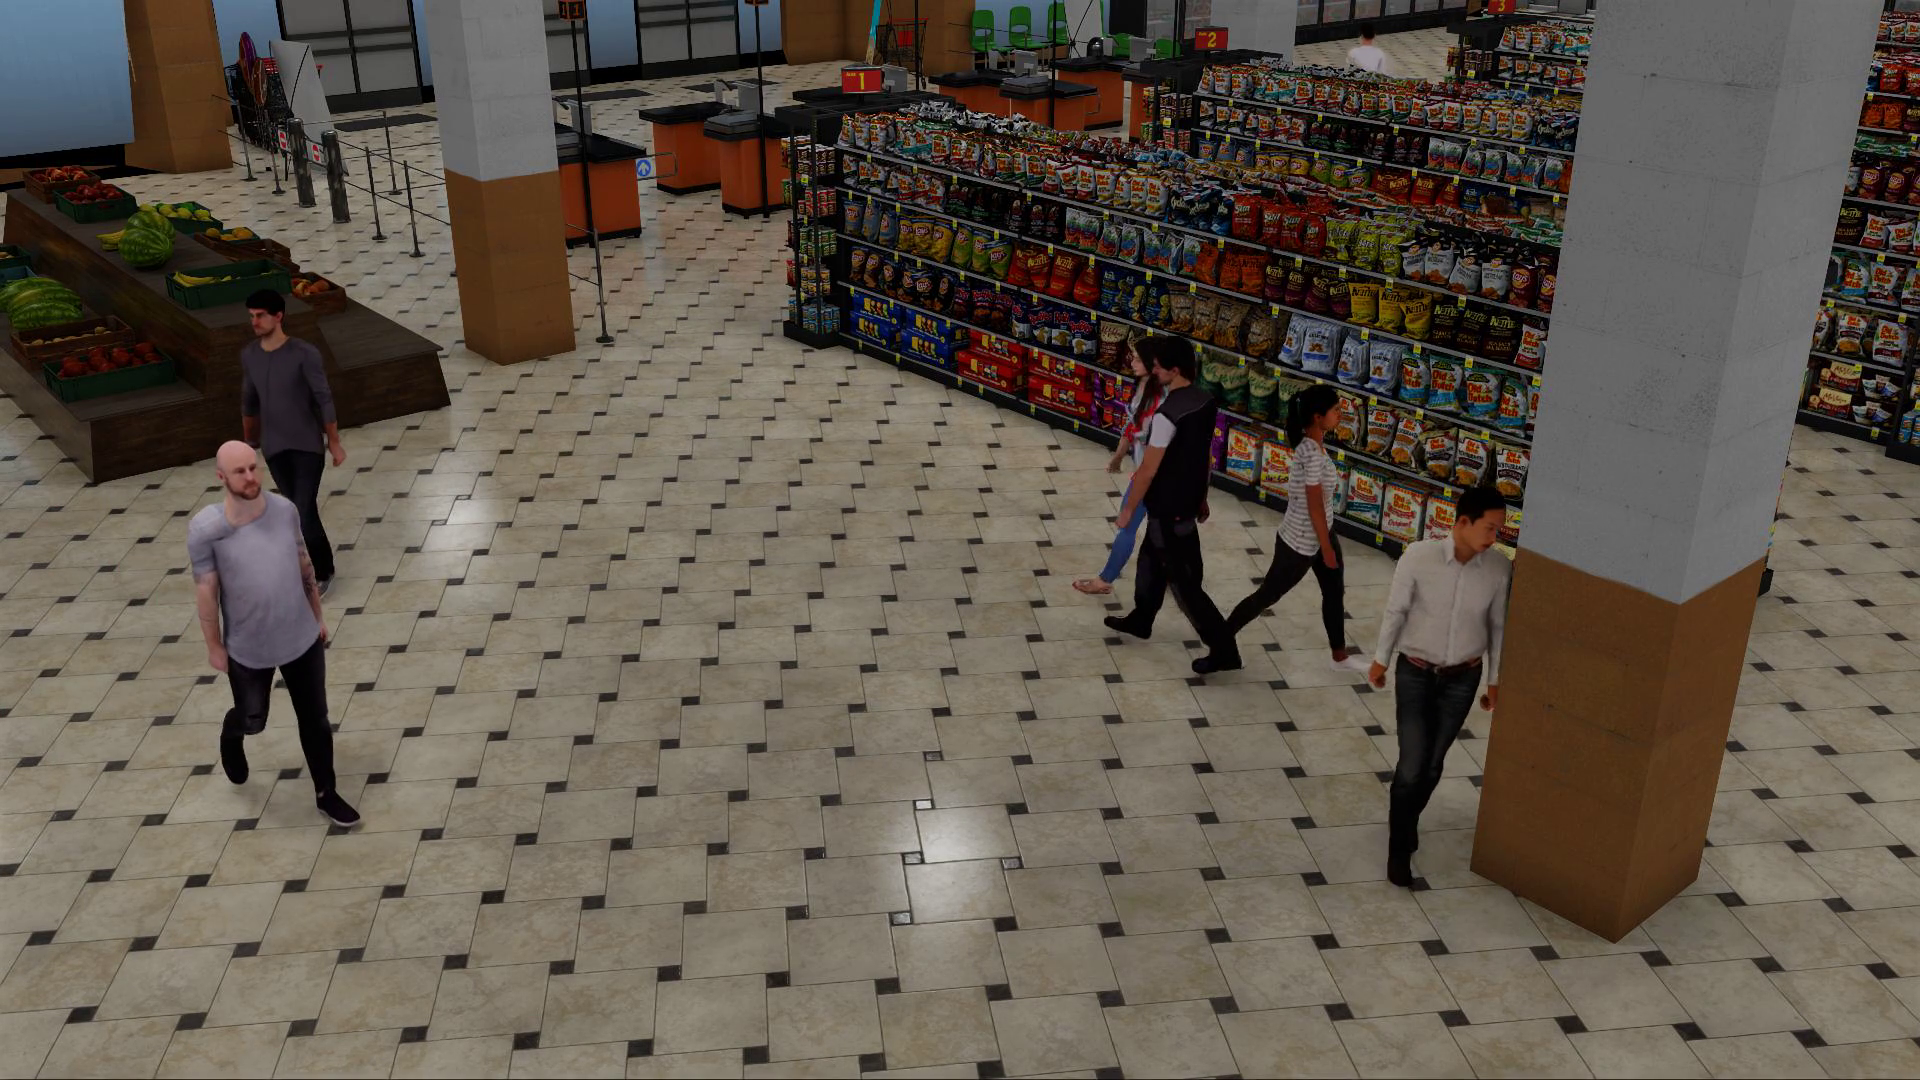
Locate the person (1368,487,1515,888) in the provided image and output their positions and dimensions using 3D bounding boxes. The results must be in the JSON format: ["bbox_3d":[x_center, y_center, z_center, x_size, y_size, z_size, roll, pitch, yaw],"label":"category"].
[{"bbox_3d":[2.060,0.556,7.186,0.959,1.773,1.016,4,24,9],"label":"person"}]

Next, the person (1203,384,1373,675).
[{"bbox_3d":[1.698,0.001,8.667,1.191,1.602,0.979,7,25,15],"label":"person"}]

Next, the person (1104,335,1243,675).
[{"bbox_3d":[1.209,-0.143,8.740,1.217,1.807,0.895,14,27,29],"label":"person"}]

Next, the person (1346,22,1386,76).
[{"bbox_3d":[5.182,-5.657,21.340,1.201,1.808,1.298,1,24,1],"label":"person"}]

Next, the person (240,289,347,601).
[{"bbox_3d":[-3.822,-0.577,9.696,0.834,1.836,0.921,7,25,16],"label":"person"}]

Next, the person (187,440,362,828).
[{"bbox_3d":[-3.132,0.413,7.455,1.082,1.819,0.780,19,30,37],"label":"person"}]

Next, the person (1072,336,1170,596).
[{"bbox_3d":[1.190,-0.393,9.605,1.033,1.572,1.024,1,24,1],"label":"person"}]
